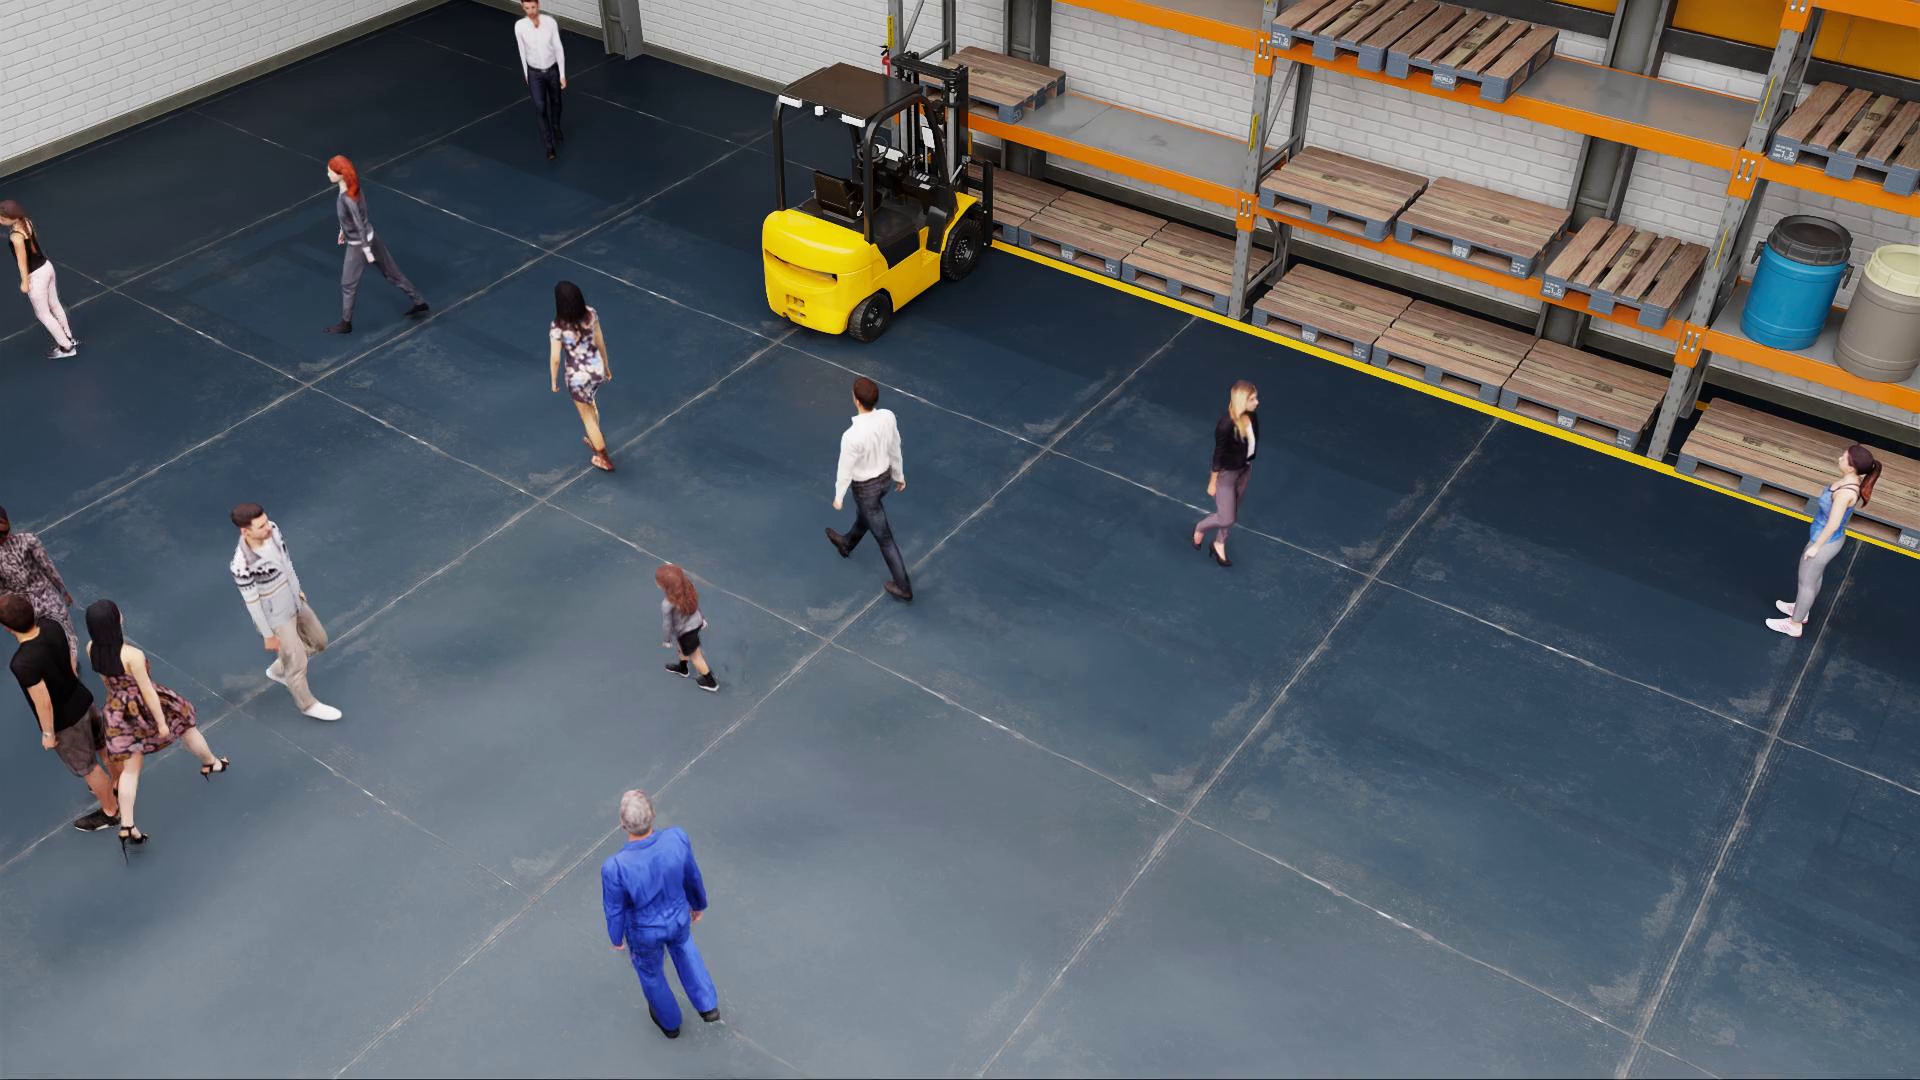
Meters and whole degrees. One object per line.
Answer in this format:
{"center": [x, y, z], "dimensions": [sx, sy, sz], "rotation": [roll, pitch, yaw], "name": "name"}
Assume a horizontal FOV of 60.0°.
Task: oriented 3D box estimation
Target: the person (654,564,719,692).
{"center": [-1.872, 0.613, 11.631], "dimensions": [0.717, 1.080, 0.578], "rotation": [17, 42, 20], "name": "person"}

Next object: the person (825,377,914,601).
{"center": [-0.579, -0.330, 12.213], "dimensions": [1.207, 1.827, 0.753], "rotation": [27, 46, 30], "name": "person"}

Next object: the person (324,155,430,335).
{"center": [-5.398, -2.718, 15.281], "dimensions": [1.149, 1.730, 1.164], "rotation": [-10, 40, -13], "name": "person"}

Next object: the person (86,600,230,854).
{"center": [-5.189, 1.177, 10.409], "dimensions": [1.182, 1.725, 0.940], "rotation": [10, 40, 13], "name": "person"}

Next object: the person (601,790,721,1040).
{"center": [-1.621, 2.149, 9.123], "dimensions": [0.838, 1.809, 0.856], "rotation": [-25, 45, -28], "name": "person"}

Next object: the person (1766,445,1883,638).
{"center": [6.227, -0.004, 11.979], "dimensions": [0.545, 1.610, 0.572], "rotation": [26, 46, 29], "name": "person"}

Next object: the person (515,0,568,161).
{"center": [-4.566, -5.181, 18.295], "dimensions": [1.128, 1.819, 1.303], "rotation": [-11, 40, -14], "name": "person"}

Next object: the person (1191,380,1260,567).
{"center": [1.964, -0.510, 12.570], "dimensions": [0.699, 1.662, 0.646], "rotation": [31, 48, 33], "name": "person"}

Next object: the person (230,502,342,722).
{"center": [-4.652, 0.468, 11.207], "dimensions": [0.951, 1.835, 0.883], "rotation": [4, 39, 5], "name": "person"}

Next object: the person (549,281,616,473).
{"center": [-3.003, -1.290, 13.507], "dimensions": [0.795, 1.713, 0.687], "rotation": [31, 48, 33], "name": "person"}

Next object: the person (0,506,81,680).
{"center": [-6.277, 0.489, 11.295], "dimensions": [0.963, 1.693, 1.109], "rotation": [-13, 40, -16], "name": "person"}

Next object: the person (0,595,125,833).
{"center": [-5.606, 1.065, 10.439], "dimensions": [0.795, 1.861, 0.764], "rotation": [-1, 39, -2], "name": "person"}

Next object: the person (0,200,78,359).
{"center": [-8.337, -2.399, 15.027], "dimensions": [0.707, 1.548, 0.673], "rotation": [8, 39, 10], "name": "person"}
